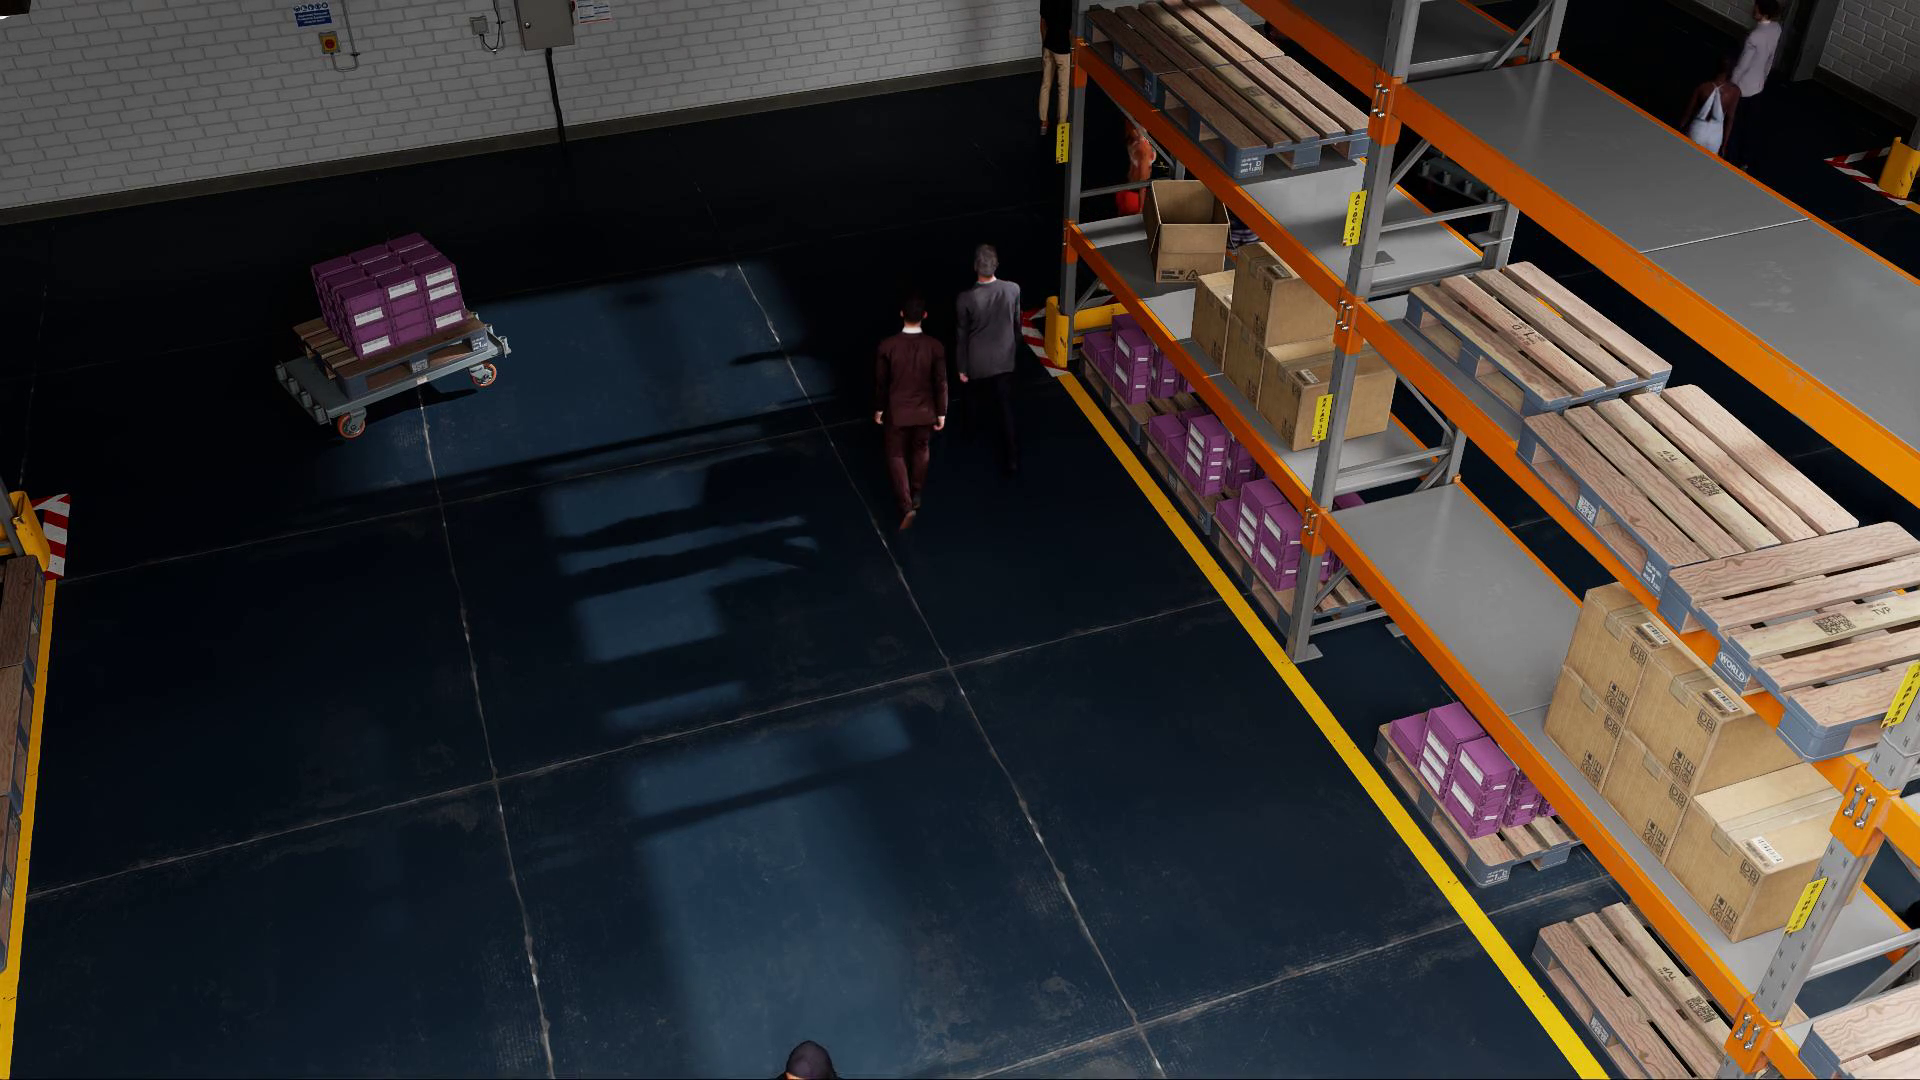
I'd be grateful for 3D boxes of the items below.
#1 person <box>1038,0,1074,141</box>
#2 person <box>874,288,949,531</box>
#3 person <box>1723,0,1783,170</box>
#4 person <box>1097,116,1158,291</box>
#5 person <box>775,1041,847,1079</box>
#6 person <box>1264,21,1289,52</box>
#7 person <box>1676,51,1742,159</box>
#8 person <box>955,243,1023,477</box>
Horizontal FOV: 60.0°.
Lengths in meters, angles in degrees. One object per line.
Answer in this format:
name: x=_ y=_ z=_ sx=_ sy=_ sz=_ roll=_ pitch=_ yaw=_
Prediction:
person: x=1.000 y=-5.013 z=16.984 sx=0.619 sy=1.860 sz=0.764 roll=31 pitch=48 yaw=33
person: x=-0.352 y=-0.886 z=11.833 sx=0.828 sy=1.839 sz=1.076 roll=-3 pitch=39 yaw=-4
person: x=7.741 y=-4.455 z=16.311 sx=0.885 sy=1.828 sz=0.707 roll=-17 pitch=42 yaw=-20
person: x=1.460 y=-2.955 z=14.496 sx=0.631 sy=1.750 sz=0.967 roll=-13 pitch=40 yaw=-16
person: x=-0.582 y=2.706 z=7.517 sx=0.950 sy=1.612 sz=1.045 roll=11 pitch=40 yaw=14
person: x=2.903 y=-4.116 z=15.889 sx=0.869 sy=1.825 sz=0.729 roll=7 pitch=39 yaw=9
person: x=6.807 y=-3.561 z=15.255 sx=0.924 sy=1.750 sz=1.104 roll=6 pitch=39 yaw=8
person: x=0.242 y=-1.315 z=12.401 sx=0.830 sy=1.802 sz=1.220 roll=-6 pitch=39 yaw=-8
